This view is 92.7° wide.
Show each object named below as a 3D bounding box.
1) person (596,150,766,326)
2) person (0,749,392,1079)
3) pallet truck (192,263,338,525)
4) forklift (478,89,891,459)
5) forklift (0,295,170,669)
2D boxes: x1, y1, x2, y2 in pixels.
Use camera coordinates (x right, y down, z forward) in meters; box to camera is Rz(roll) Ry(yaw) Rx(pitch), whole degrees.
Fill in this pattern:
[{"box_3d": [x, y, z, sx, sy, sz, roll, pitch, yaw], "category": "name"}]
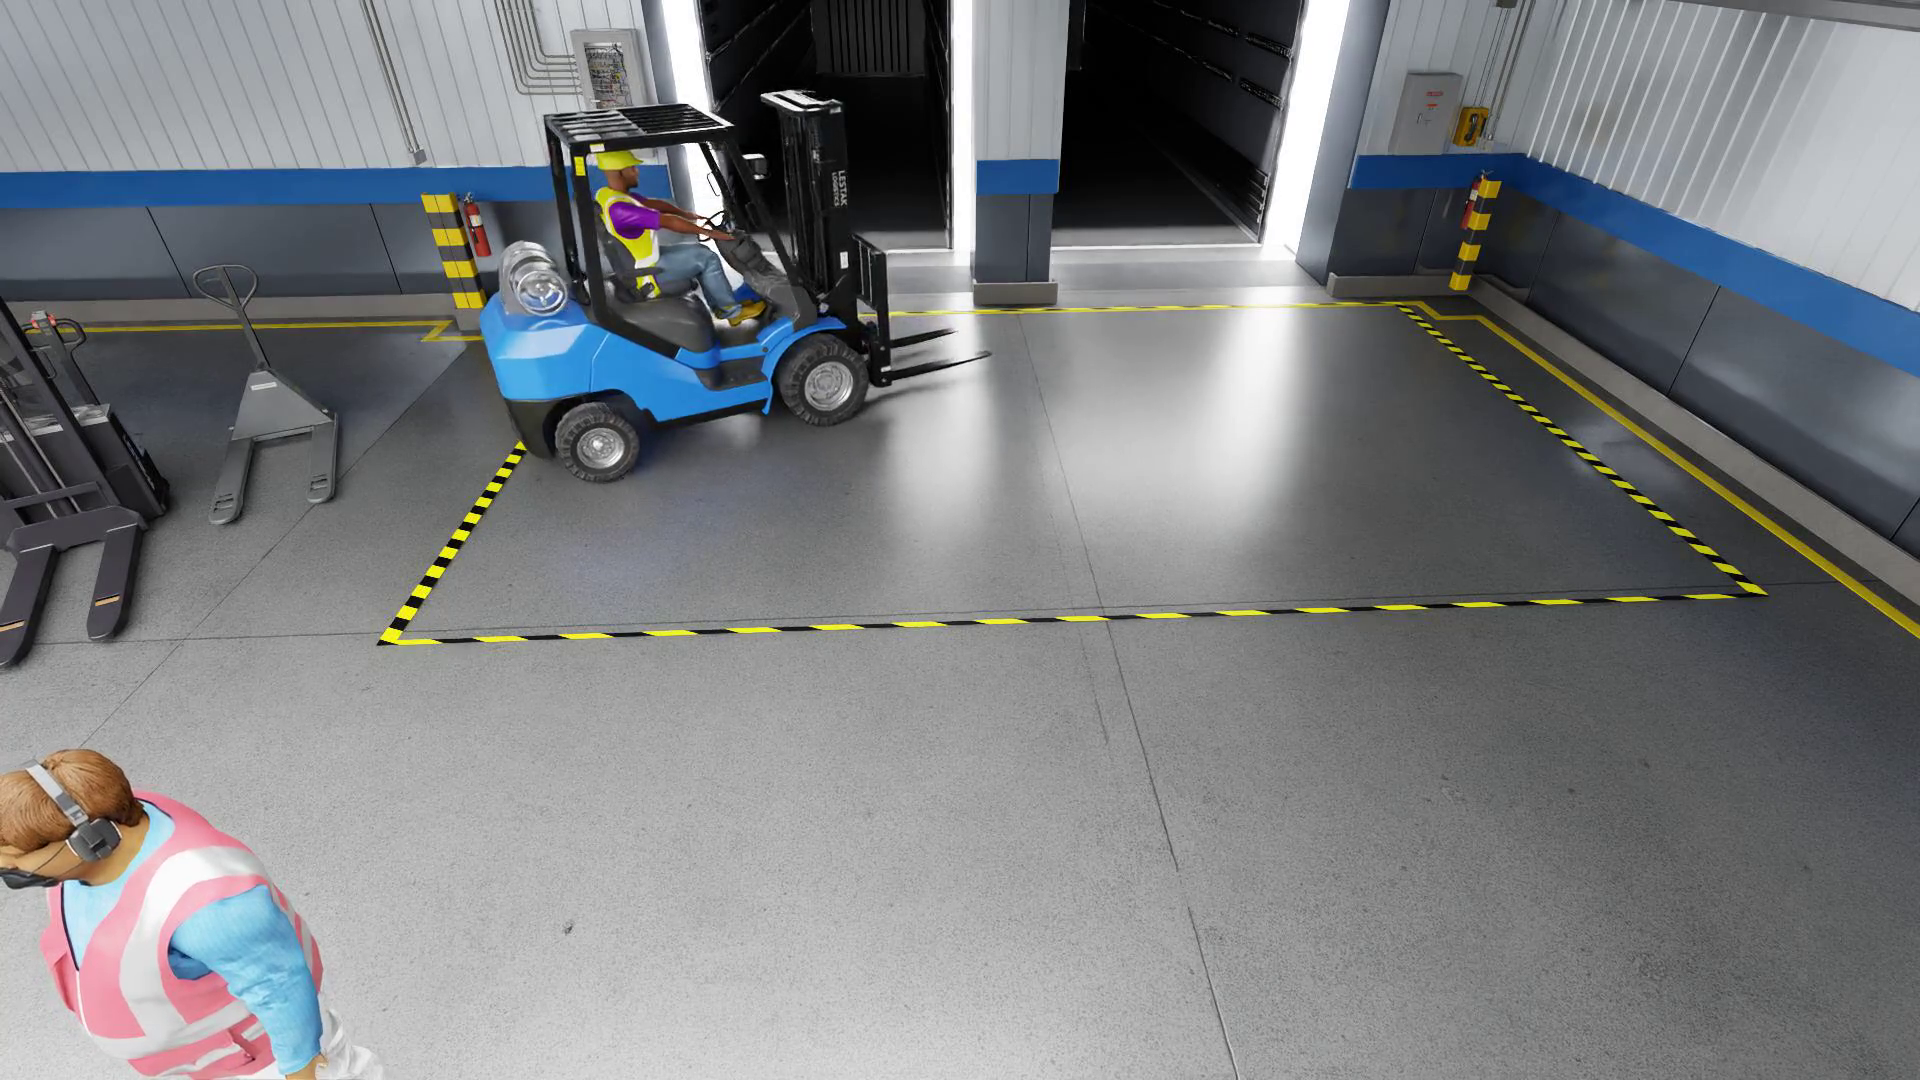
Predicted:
[{"box_3d": [-1.915, -2.084, 6.346, 1.004, 1.293, 0.635, -17, 38, -23], "category": "person"}, {"box_3d": [-1.885, 1.218, 2.375, 0.620, 1.845, 0.431, 16, 38, 22], "category": "person"}, {"box_3d": [-4.778, -1.027, 6.128, 0.680, 1.201, 1.601, -17, 38, -23], "category": "pallet truck"}, {"box_3d": [-1.970, -1.917, 6.434, 2.680, 2.036, 1.157, -17, 38, -23], "category": "forklift"}, {"box_3d": [-5.212, -0.618, 4.878, 0.823, 1.965, 1.885, -20, 39, -26], "category": "forklift"}]
